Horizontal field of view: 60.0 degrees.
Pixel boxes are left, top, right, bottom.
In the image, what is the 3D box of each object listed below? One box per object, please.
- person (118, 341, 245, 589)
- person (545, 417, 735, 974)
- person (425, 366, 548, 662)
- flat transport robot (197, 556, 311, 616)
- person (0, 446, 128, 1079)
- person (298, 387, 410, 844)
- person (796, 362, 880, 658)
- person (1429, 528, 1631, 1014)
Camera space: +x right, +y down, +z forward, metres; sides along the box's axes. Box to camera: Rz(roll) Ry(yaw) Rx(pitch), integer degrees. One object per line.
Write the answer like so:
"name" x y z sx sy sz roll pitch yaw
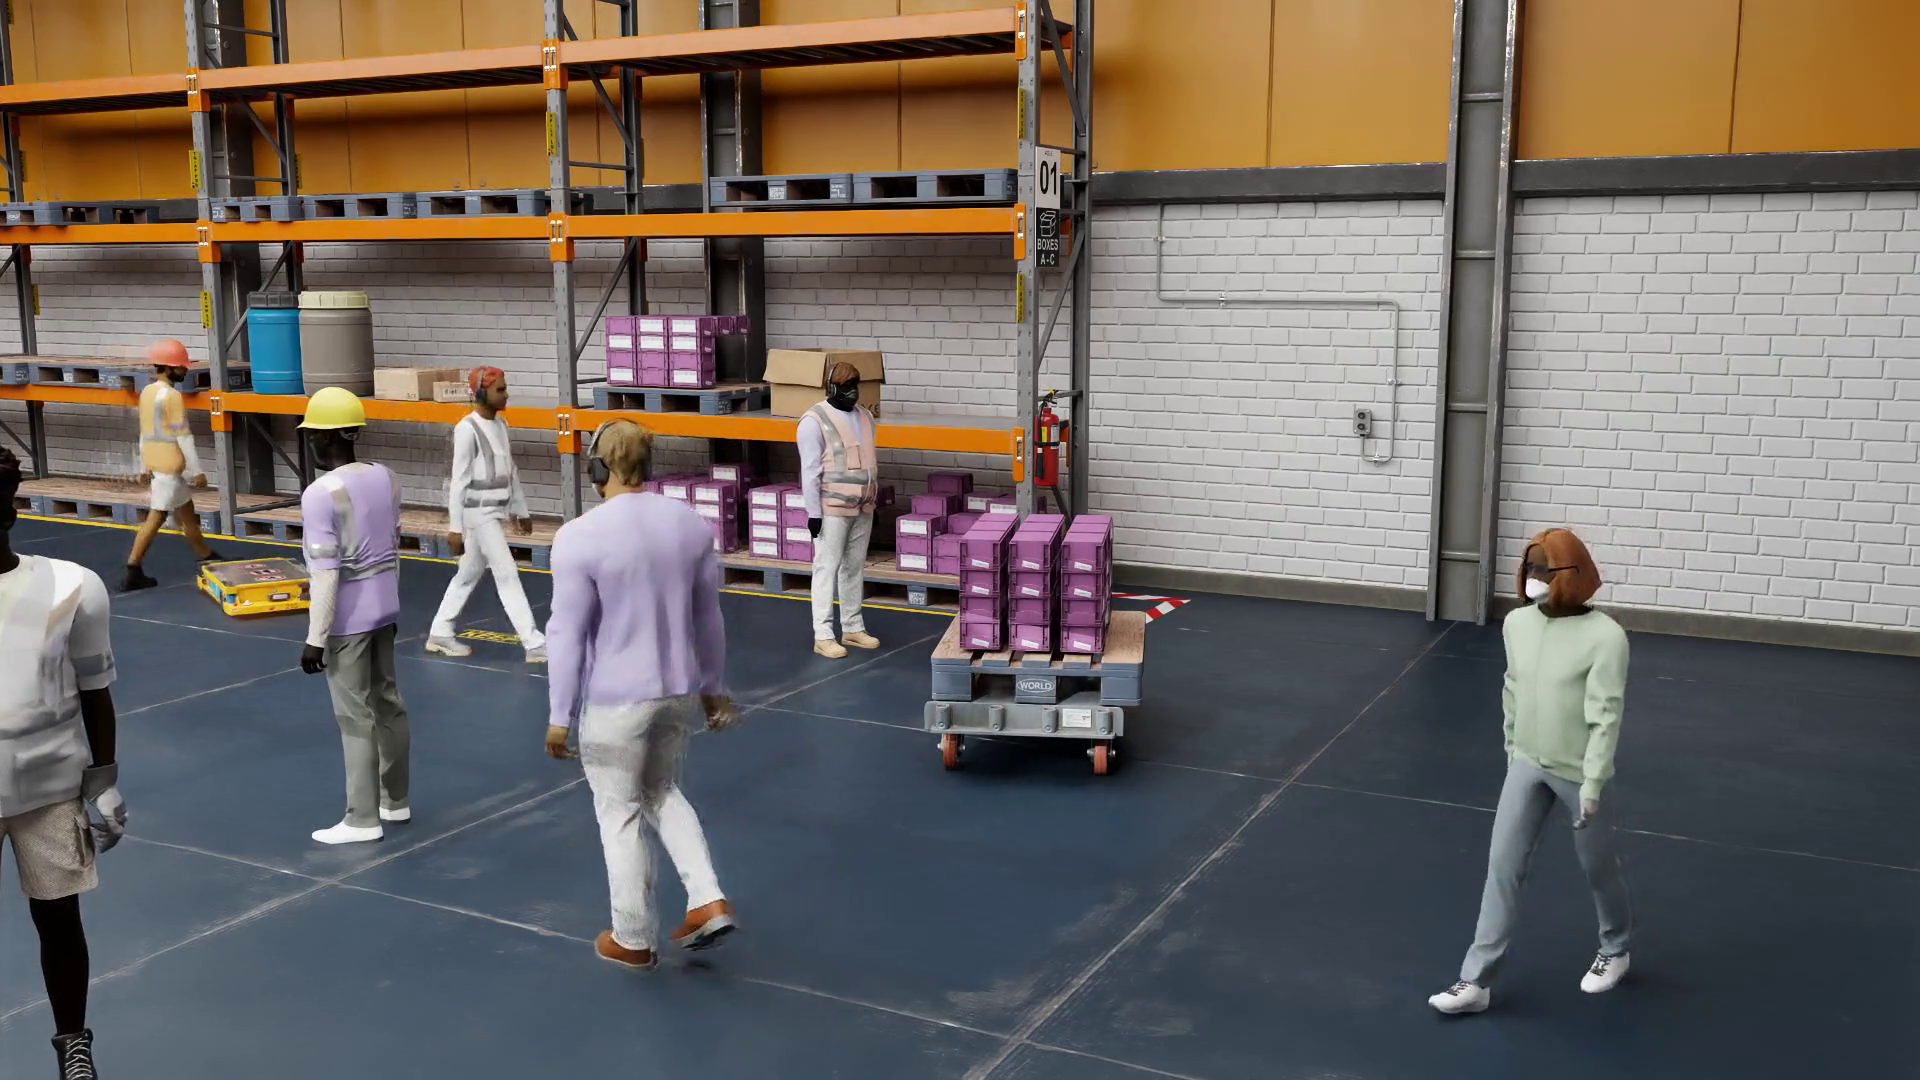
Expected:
"person" -6.024 -0.575 12.704 0.982 1.880 0.569 -9 13 -43
"person" -1.081 0.542 5.687 0.492 1.918 0.669 7 12 39
"person" -2.915 -0.153 10.246 0.991 1.834 0.616 1 9 6
"flat transport robot" -5.110 0.315 12.149 0.652 0.197 1.431 -6 11 -32
"person" -2.662 0.694 4.627 0.602 1.956 0.371 -5 10 -27
"person" -2.569 0.321 7.015 0.371 1.929 0.584 2 9 14
"person" -0.730 -0.196 10.467 0.429 1.842 0.635 7 12 37
"person" 1.939 0.749 5.410 0.847 1.588 0.512 -6 11 -33
